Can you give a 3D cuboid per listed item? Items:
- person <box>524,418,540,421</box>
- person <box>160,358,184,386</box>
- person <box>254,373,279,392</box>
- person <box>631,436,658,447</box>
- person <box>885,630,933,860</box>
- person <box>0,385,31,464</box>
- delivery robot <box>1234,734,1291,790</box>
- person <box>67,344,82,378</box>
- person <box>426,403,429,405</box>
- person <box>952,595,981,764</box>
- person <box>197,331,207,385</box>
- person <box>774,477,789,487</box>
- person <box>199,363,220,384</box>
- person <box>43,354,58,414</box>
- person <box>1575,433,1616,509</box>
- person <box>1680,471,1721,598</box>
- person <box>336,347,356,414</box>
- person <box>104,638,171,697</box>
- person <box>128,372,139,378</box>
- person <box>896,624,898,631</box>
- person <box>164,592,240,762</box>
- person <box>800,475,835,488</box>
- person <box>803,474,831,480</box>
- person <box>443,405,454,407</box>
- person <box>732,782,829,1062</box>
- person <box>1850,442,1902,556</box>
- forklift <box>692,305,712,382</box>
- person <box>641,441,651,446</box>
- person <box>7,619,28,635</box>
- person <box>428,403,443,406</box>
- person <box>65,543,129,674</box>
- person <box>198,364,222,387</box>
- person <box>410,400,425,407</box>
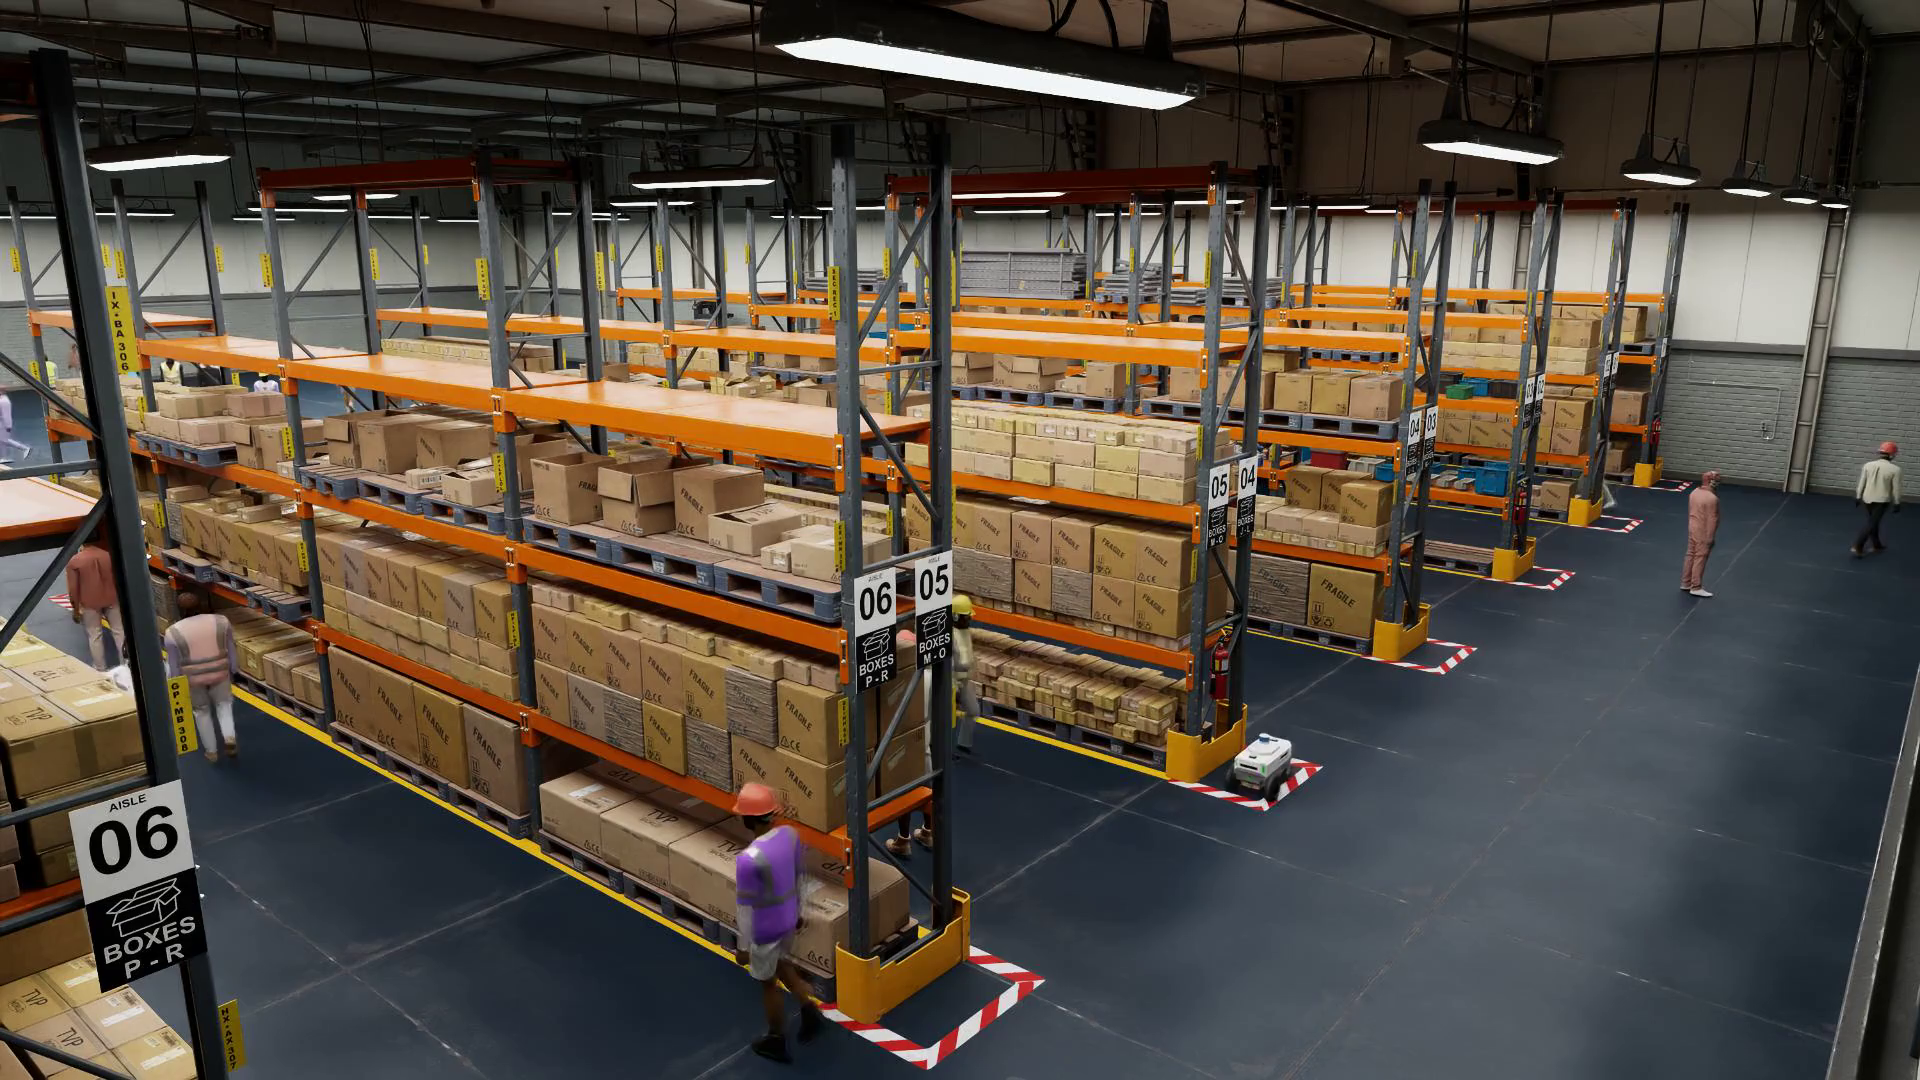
[{"bbox_3d":[-10.378,-2.753,30.536,0.515,1.641,0.314,4,14,15],"label":"person"},{"bbox_3d":[-24.098,-4.796,38.557,0.621,1.825,0.453,-7,15,-26],"label":"person"},{"bbox_3d":[-18.345,-3.588,33.376,0.594,1.922,0.386,-4,14,-15],"label":"person"},{"bbox_3d":[-6.023,-1.288,24.009,0.640,1.880,0.862,-13,19,-43],"label":"person"},{"bbox_3d":[-0.465,1.777,11.061,0.614,2.040,0.391,-10,17,-35],"label":"person"},{"bbox_3d":[-22.831,-2.790,30.171,0.616,1.889,0.649,-10,17,-37],"label":"person"},{"bbox_3d":[3.005,2.160,12.479,0.477,0.478,0.707,10,17,35],"label":"delivery robot"},{"bbox_3d":[-31.212,-6.124,44.488,0.600,1.611,0.324,1,14,4],"label":"person"},{"bbox_3d":[-16.890,-4.988,39.469,0.533,1.767,0.312,-4,14,-16],"label":"person"},{"bbox_3d":[-0.007,1.444,12.920,0.570,1.805,0.585,8,16,30],"label":"person"},{"bbox_3d":[-26.906,-6.439,44.953,0.539,2.000,0.705,12,18,41],"label":"person"},{"bbox_3d":[-2.540,0.017,18.591,0.973,1.898,0.658,10,17,34],"label":"person"},{"bbox_3d":[-23.290,-4.943,39.178,0.600,1.819,0.482,-7,16,-28],"label":"person"},{"bbox_3d":[-27.752,-4.742,38.298,0.429,1.844,0.626,5,15,20],"label":"person"},{"bbox_3d":[12.678,-1.524,25.114,0.970,1.825,0.538,10,17,37],"label":"person"},{"bbox_3d":[11.280,-0.104,19.090,0.403,1.904,0.651,1,14,5],"label":"person"},{"bbox_3d":[-18.719,-4.861,38.393,0.647,2.029,0.469,-4,14,-18],"label":"person"},{"bbox_3d":[-7.560,1.735,11.649,0.881,1.859,0.578,11,17,38],"label":"person"},{"bbox_3d":[-26.809,-5.222,40.610,0.696,1.656,0.560,6,15,23],"label":"person"},{"bbox_3d":[-0.697,1.583,12.263,0.948,1.839,0.590,10,17,36],"label":"person"},{"bbox_3d":[-7.793,1.419,12.993,0.639,1.821,0.451,-12,18,-40],"label":"person"},{"bbox_3d":[-3.029,-2.055,27.232,0.995,1.917,0.649,5,14,19],"label":"person"},{"bbox_3d":[-3.251,-2.233,28.202,0.802,1.731,0.518,13,19,43],"label":"person"},{"bbox_3d":[-12.906,-3.253,32.014,0.629,1.913,0.584,12,18,40],"label":"person"},{"bbox_3d":[-1.238,2.514,8.276,0.524,1.921,0.565,7,15,26],"label":"person"},{"bbox_3d":[15.638,-0.704,21.470,1.022,1.948,0.636,-5,14,-19],"label":"person"},{"bbox_3d":[-9.511,-7.392,47.124,1.873,2.768,1.129,11,17,38],"label":"forklift"},{"bbox_3d":[-5.350,-0.754,21.733,0.393,1.920,0.587,10,17,35],"label":"person"},{"bbox_3d":[-9.235,1.604,12.477,0.491,1.700,0.883,-12,18,-40],"label":"person"},{"bbox_3d":[-14.469,-3.948,34.849,0.542,1.930,0.375,-9,16,-33],"label":"person"},{"bbox_3d":[-10.499,0.772,15.391,0.633,1.995,0.630,12,18,40],"label":"person"},{"bbox_3d":[-21.630,-4.335,36.363,0.801,1.969,0.611,11,18,39],"label":"person"},{"bbox_3d":[-12.644,-2.583,29.407,0.332,1.844,0.516,2,14,8],"label":"person"}]
